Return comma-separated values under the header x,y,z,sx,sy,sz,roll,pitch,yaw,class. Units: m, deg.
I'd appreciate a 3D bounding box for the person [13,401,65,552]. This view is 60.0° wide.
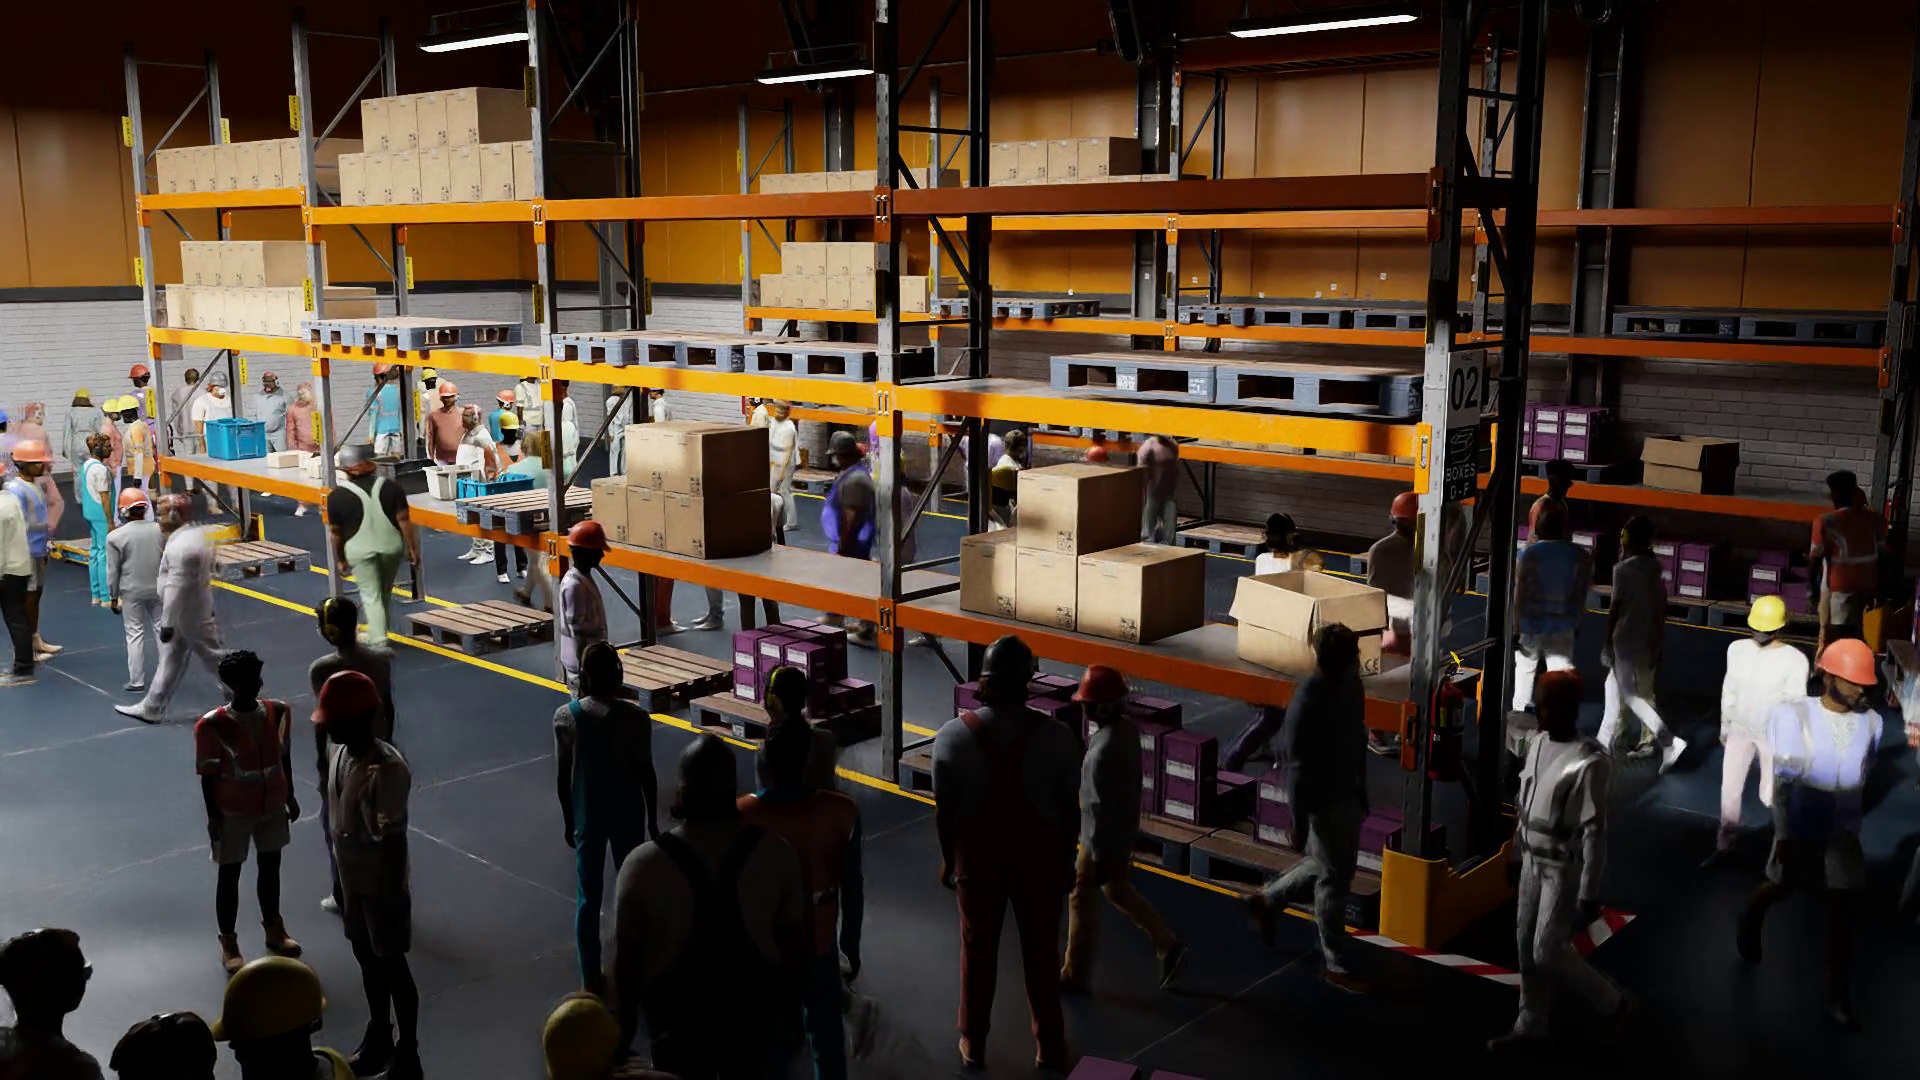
x,y,z,sx,sy,sz,roll,pitch,yaw,class
-11.330,-0.764,20.462,0.686,1.879,0.507,8,13,38,person

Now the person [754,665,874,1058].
x,y,z,sx,sy,sz,roll,pitch,yaw,class
-0.702,1.510,7.726,0.766,1.836,0.570,8,13,37,person

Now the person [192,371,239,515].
x,y,z,sx,sy,sz,roll,pitch,yaw,class
-10.431,-1.384,23.519,0.535,2.000,0.681,8,13,39,person

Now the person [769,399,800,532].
x,y,z,sx,sy,sz,roll,pitch,yaw,class
-2.374,-0.966,21.840,0.645,1.790,0.659,-7,12,-36,person

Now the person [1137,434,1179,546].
x,y,z,sx,sy,sz,roll,pitch,yaw,class
2.180,-0.502,18.928,0.638,1.914,0.852,-8,13,-40,person

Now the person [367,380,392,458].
x,y,z,sx,sy,sz,roll,pitch,yaw,class
-9.537,-1.873,27.536,0.508,1.599,0.815,-4,11,-22,person

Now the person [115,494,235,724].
x,y,z,sx,sy,sz,roll,pitch,yaw,class
-6.115,0.567,13.014,1.026,1.849,0.664,-3,11,-19,person

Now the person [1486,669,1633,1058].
x,y,z,sx,sy,sz,roll,pitch,yaw,class
2.783,1.503,7.679,0.554,1.869,0.581,-2,10,-11,person

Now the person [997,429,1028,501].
x,y,z,sx,sy,sz,roll,pitch,yaw,class
0.526,-0.164,16.916,0.372,1.937,0.627,0,10,1,person

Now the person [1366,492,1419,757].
x,y,z,sx,sy,sz,roll,pitch,yaw,class
3.286,0.622,12.348,0.637,1.986,0.414,-5,11,-27,person

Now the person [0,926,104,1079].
x,y,z,sx,sy,sz,roll,pitch,yaw,class
-2.604,2.022,4.843,0.550,1.831,0.400,5,11,26,person

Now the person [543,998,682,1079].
x,y,z,sx,sy,sz,roll,pitch,yaw,class
-1.033,2.079,4.880,0.545,1.717,0.899,-6,12,-32,person

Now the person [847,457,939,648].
x,y,z,sx,sy,sz,roll,pitch,yaw,class
-0.650,0.116,15.555,0.974,1.848,0.654,0,10,-2,person

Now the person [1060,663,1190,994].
x,y,z,sx,sy,sz,roll,pitch,yaw,class
0.764,1.455,8.328,0.708,1.731,0.580,5,11,24,person

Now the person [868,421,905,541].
x,y,z,sx,sy,sz,roll,pitch,yaw,class
-0.905,-0.913,21.198,0.391,1.924,0.549,8,13,40,person

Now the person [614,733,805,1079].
x,y,z,sx,sy,sz,roll,pitch,yaw,class
-0.924,1.683,6.177,0.693,2.000,1.010,-3,10,-14,person

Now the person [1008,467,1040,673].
x,y,z,sx,sy,sz,roll,pitch,yaw,class
0.539,0.295,14.485,0.359,1.880,0.575,3,10,15,person

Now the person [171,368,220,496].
x,y,z,sx,sy,sz,roll,pitch,yaw,class
-11.601,-1.635,25.226,0.635,1.937,0.353,2,10,8,person

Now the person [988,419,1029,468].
x,y,z,sx,sy,sz,roll,pitch,yaw,class
0.570,-0.952,21.249,0.621,1.987,0.414,3,10,16,person

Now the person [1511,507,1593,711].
x,y,z,sx,sy,sz,roll,pitch,yaw,class
4.499,0.650,12.712,0.615,1.797,0.972,1,10,5,person

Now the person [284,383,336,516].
x,y,z,sx,sy,sz,roll,pitch,yaw,class
-9.095,-1.266,23.321,0.686,1.885,0.489,-6,12,-32,person

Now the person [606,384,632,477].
x,y,z,sx,sy,sz,roll,pitch,yaw,class
-5.309,-1.689,26.075,0.290,1.746,0.487,7,12,35,person

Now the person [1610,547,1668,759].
x,y,z,sx,sy,sz,roll,pitch,yaw,class
5.011,0.800,12.344,0.277,1.627,0.502,-4,11,-21,person

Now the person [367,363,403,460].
x,y,z,sx,sy,sz,roll,pitch,yaw,class
-8.665,-1.660,25.073,0.371,2.044,0.608,7,12,33,person

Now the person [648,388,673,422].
x,y,z,sx,sy,sz,roll,pitch,yaw,class
-4.227,-1.324,23.480,0.404,1.941,0.613,-1,10,-4,person

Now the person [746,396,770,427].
x,y,z,sx,sy,sz,roll,pitch,yaw,class
-2.957,-1.386,24.381,0.355,1.737,0.578,-1,10,-8,person

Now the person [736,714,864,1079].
x,y,z,sx,sy,sz,roll,pitch,yaw,class
-0.680,1.646,6.729,0.590,1.920,0.398,-2,10,-10,person

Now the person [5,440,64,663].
x,y,z,sx,sy,sz,roll,pitch,yaw,class
-8.441,0.100,15.167,0.426,2.032,0.608,-2,10,-12,person

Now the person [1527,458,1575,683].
x,y,z,sx,sy,sz,roll,pitch,yaw,class
5.121,0.255,14.462,0.363,1.962,0.612,7,12,34,person

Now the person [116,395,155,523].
x,y,z,sx,sy,sz,roll,pitch,yaw,class
-10.373,-0.870,20.976,0.391,1.915,0.592,-5,11,-25,person

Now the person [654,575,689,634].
x,y,z,sx,sy,sz,roll,pitch,yaw,class
-2.906,-0.028,16.237,0.405,1.909,0.597,-7,12,-34,person

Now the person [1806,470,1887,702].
x,y,z,sx,sy,sz,roll,pitch,yaw,class
7.490,0.374,13.989,0.628,1.916,0.831,-1,10,-7,person

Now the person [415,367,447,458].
x,y,z,sx,sy,sz,roll,pitch,yaw,class
-8.709,-2.022,27.468,0.392,1.919,0.591,6,12,33,person

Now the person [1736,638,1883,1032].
x,y,z,sx,sy,sz,roll,pitch,yaw,class
4.271,1.375,8.337,0.538,1.901,0.944,1,10,3,person
